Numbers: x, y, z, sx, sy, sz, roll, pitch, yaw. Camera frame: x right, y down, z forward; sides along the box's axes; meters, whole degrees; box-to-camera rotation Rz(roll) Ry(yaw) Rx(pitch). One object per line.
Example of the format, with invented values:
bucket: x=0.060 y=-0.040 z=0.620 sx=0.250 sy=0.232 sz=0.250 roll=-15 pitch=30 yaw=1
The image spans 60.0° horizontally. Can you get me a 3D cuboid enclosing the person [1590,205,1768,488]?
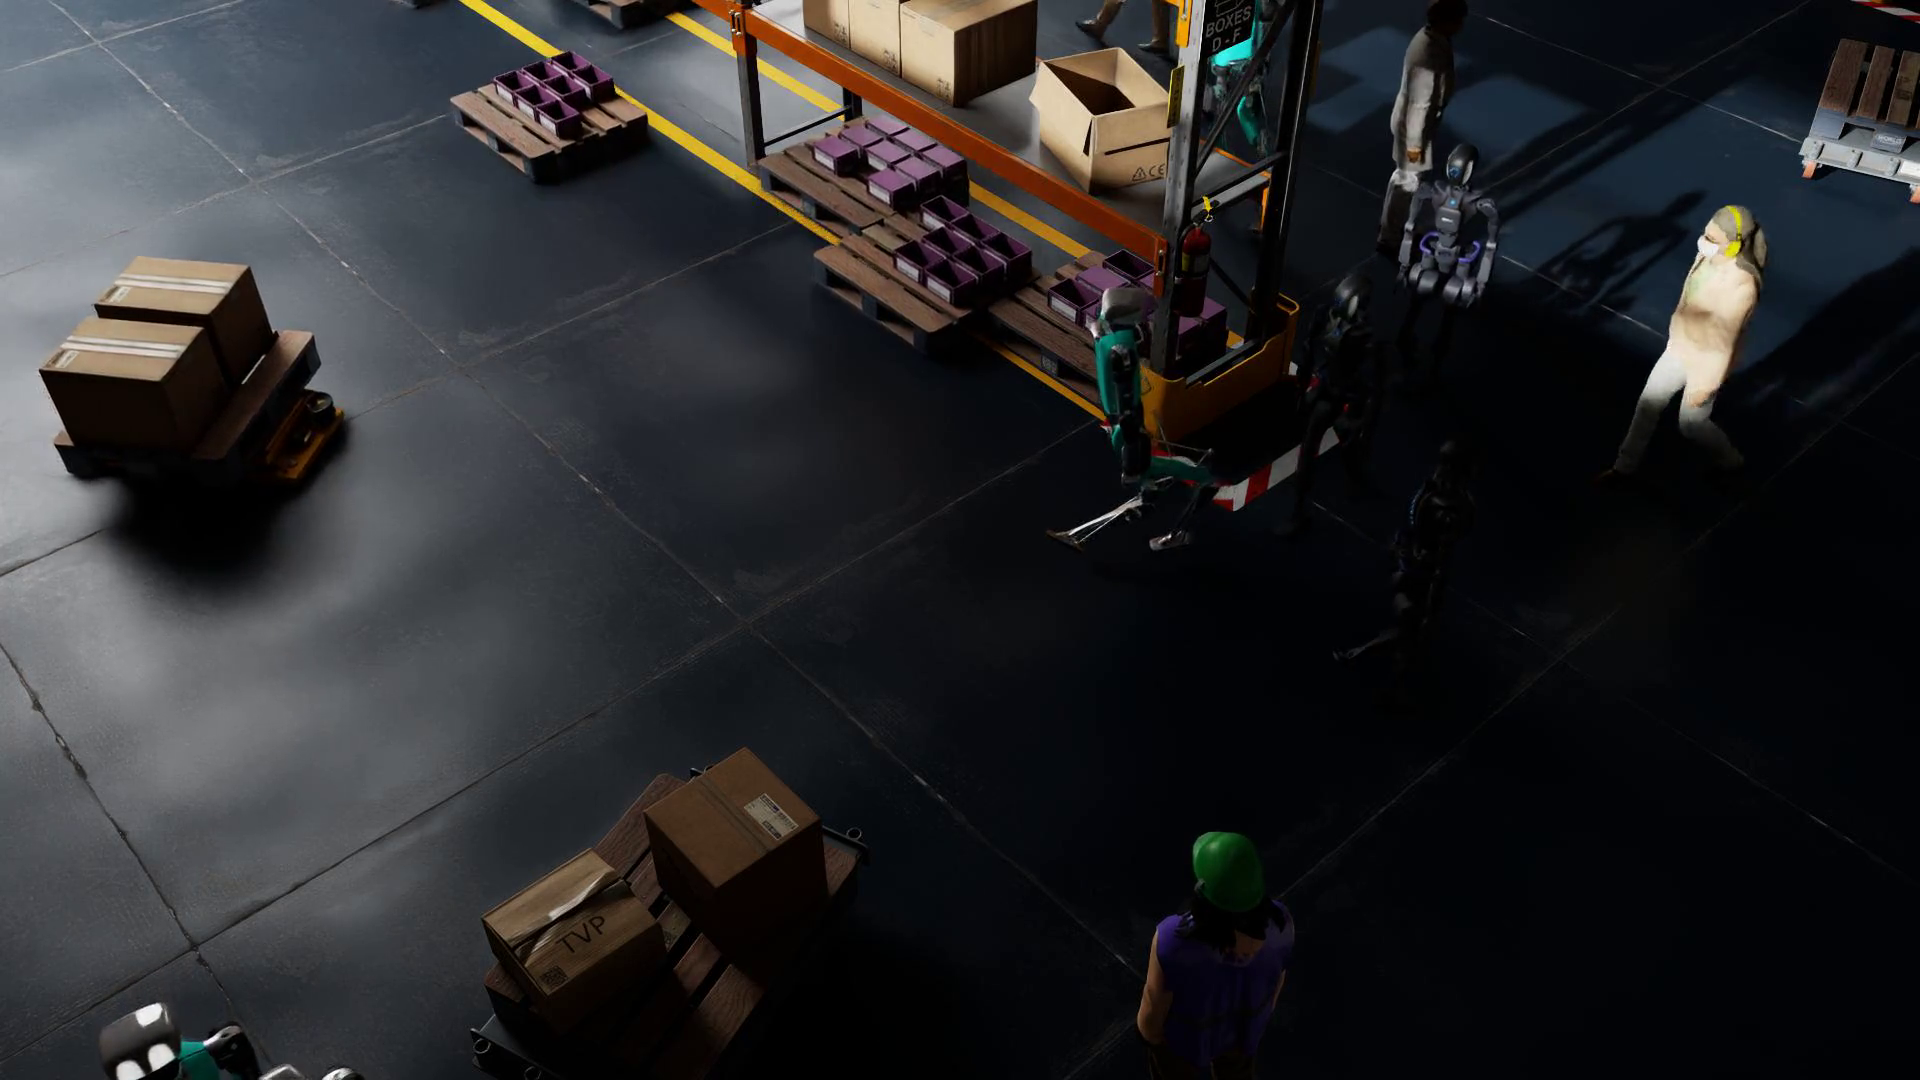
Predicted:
person: x=4.078 y=-1.011 z=9.034 sx=0.805 sy=1.847 sz=0.563 roll=-5 pitch=43 yaw=-6

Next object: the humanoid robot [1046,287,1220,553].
humanoid robot: x=0.993 y=-0.544 z=8.599 sx=1.039 sy=1.732 sz=0.550 roll=-4 pitch=43 yaw=-5

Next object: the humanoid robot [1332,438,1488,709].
humanoid robot: x=2.124 y=0.186 z=7.854 sx=0.432 sy=1.633 sz=0.583 roll=3 pitch=43 yaw=3

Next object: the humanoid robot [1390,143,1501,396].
humanoid robot: x=2.844 y=-1.549 z=9.743 sx=0.592 sy=1.653 sz=0.338 roll=21 pitch=47 yaw=22

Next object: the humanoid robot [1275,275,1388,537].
humanoid robot: x=2.068 y=-0.749 z=8.925 sx=0.737 sy=1.638 sz=0.591 roll=-28 pitch=49 yaw=-27

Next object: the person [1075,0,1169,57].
person: x=1.364 y=-4.709 z=13.141 sx=0.871 sy=1.710 sz=0.592 roll=28 pitch=50 yaw=27

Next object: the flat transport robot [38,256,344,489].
flat transport robot: x=-4.457 y=-0.651 z=9.803 sx=1.431 sy=0.231 sz=0.659 roll=6 pitch=43 yaw=6

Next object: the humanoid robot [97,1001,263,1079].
humanoid robot: x=-2.612 y=2.081 z=5.773 sx=0.539 sy=1.839 sz=0.663 roll=-29 pitch=50 yaw=-28

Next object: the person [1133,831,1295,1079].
person: x=0.898 y=1.712 z=6.004 sx=0.536 sy=1.933 sz=0.408 roll=-10 pitch=44 yaw=-11

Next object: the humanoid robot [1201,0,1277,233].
humanoid robot: x=1.910 y=-2.807 z=11.100 sx=0.530 sy=1.778 sz=1.016 roll=-12 pitch=44 yaw=-12

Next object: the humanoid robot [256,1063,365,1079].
humanoid robot: x=-1.809 y=2.419 z=5.404 sx=0.814 sy=1.793 sz=0.531 roll=24 pitch=48 yaw=24

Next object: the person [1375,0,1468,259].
person: x=3.010 y=-2.719 z=10.909 sx=0.370 sy=1.825 sz=0.524 roll=11 pitch=44 yaw=12
